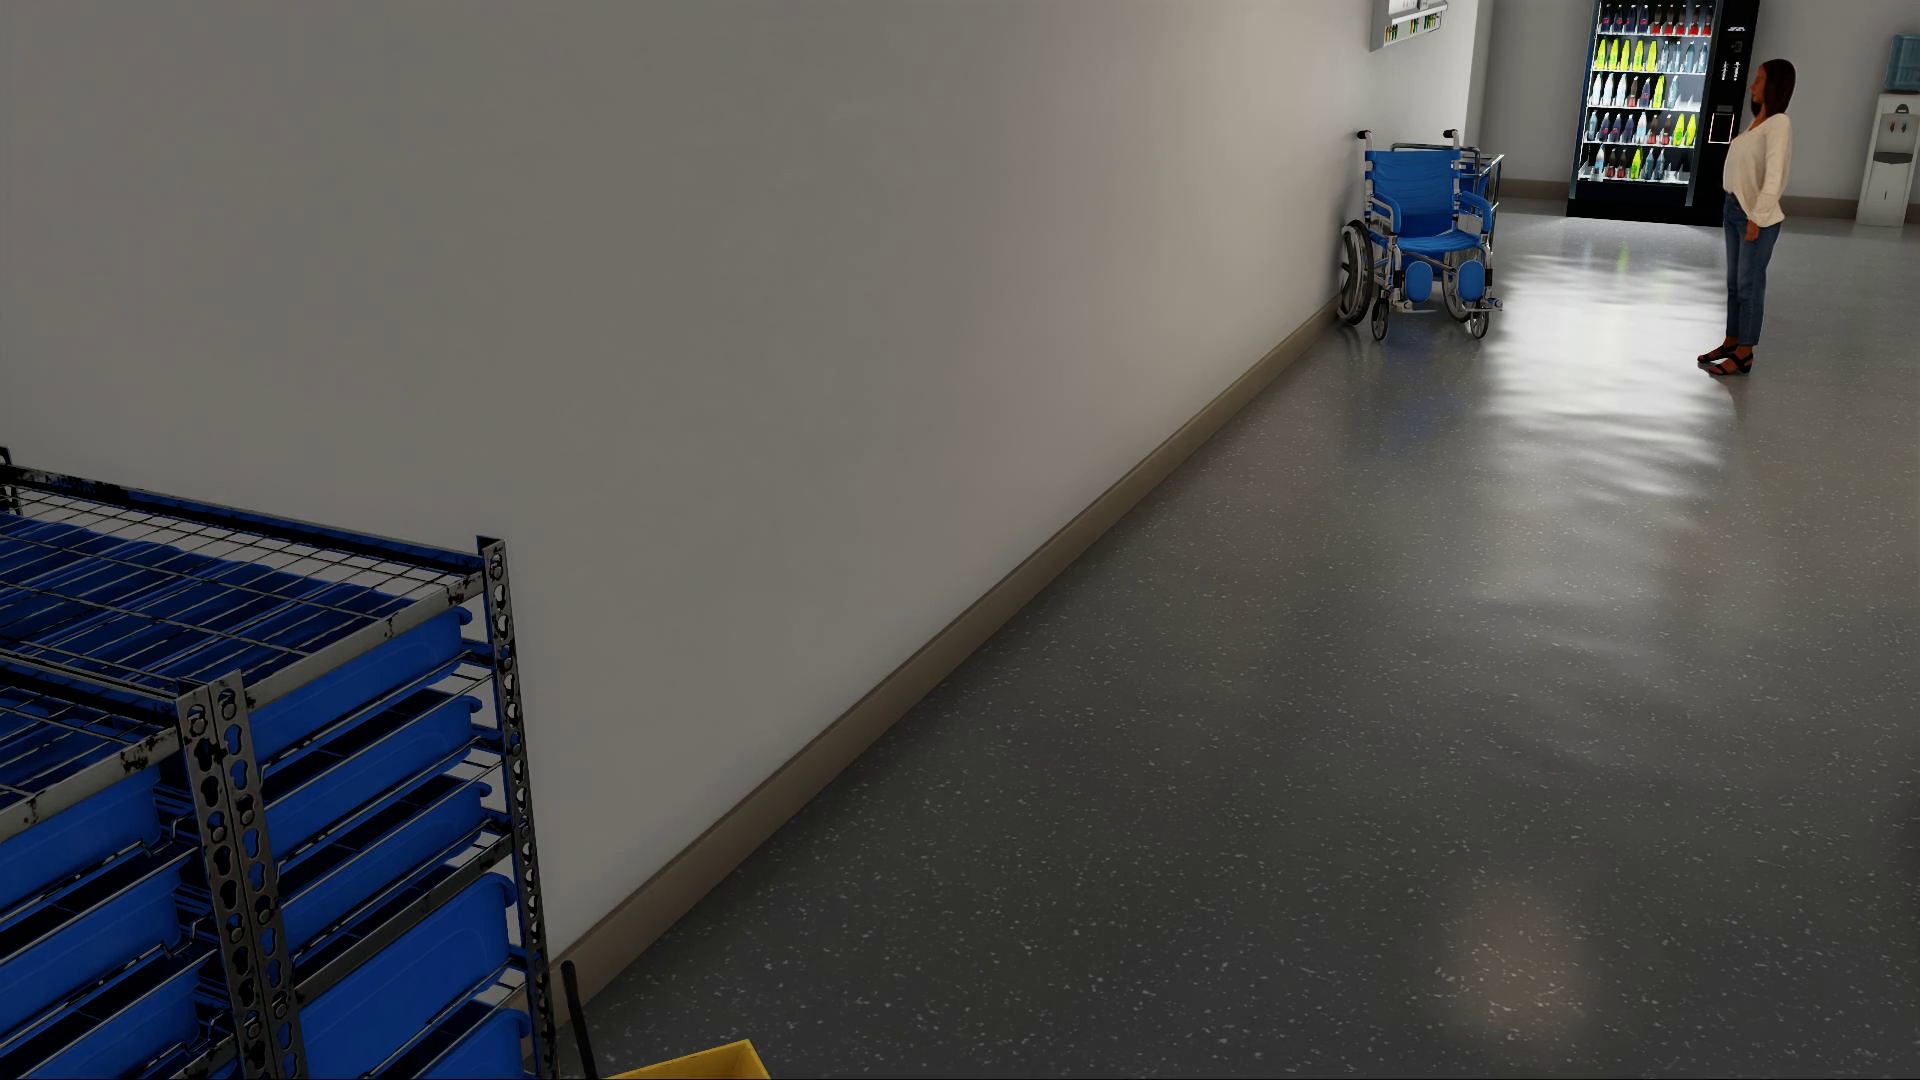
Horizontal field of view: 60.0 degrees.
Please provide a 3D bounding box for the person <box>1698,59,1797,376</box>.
[{"bbox_3d":[4.323,-1.755,9.059,0.631,1.682,0.678,3,21,8],"label":"person"}]
